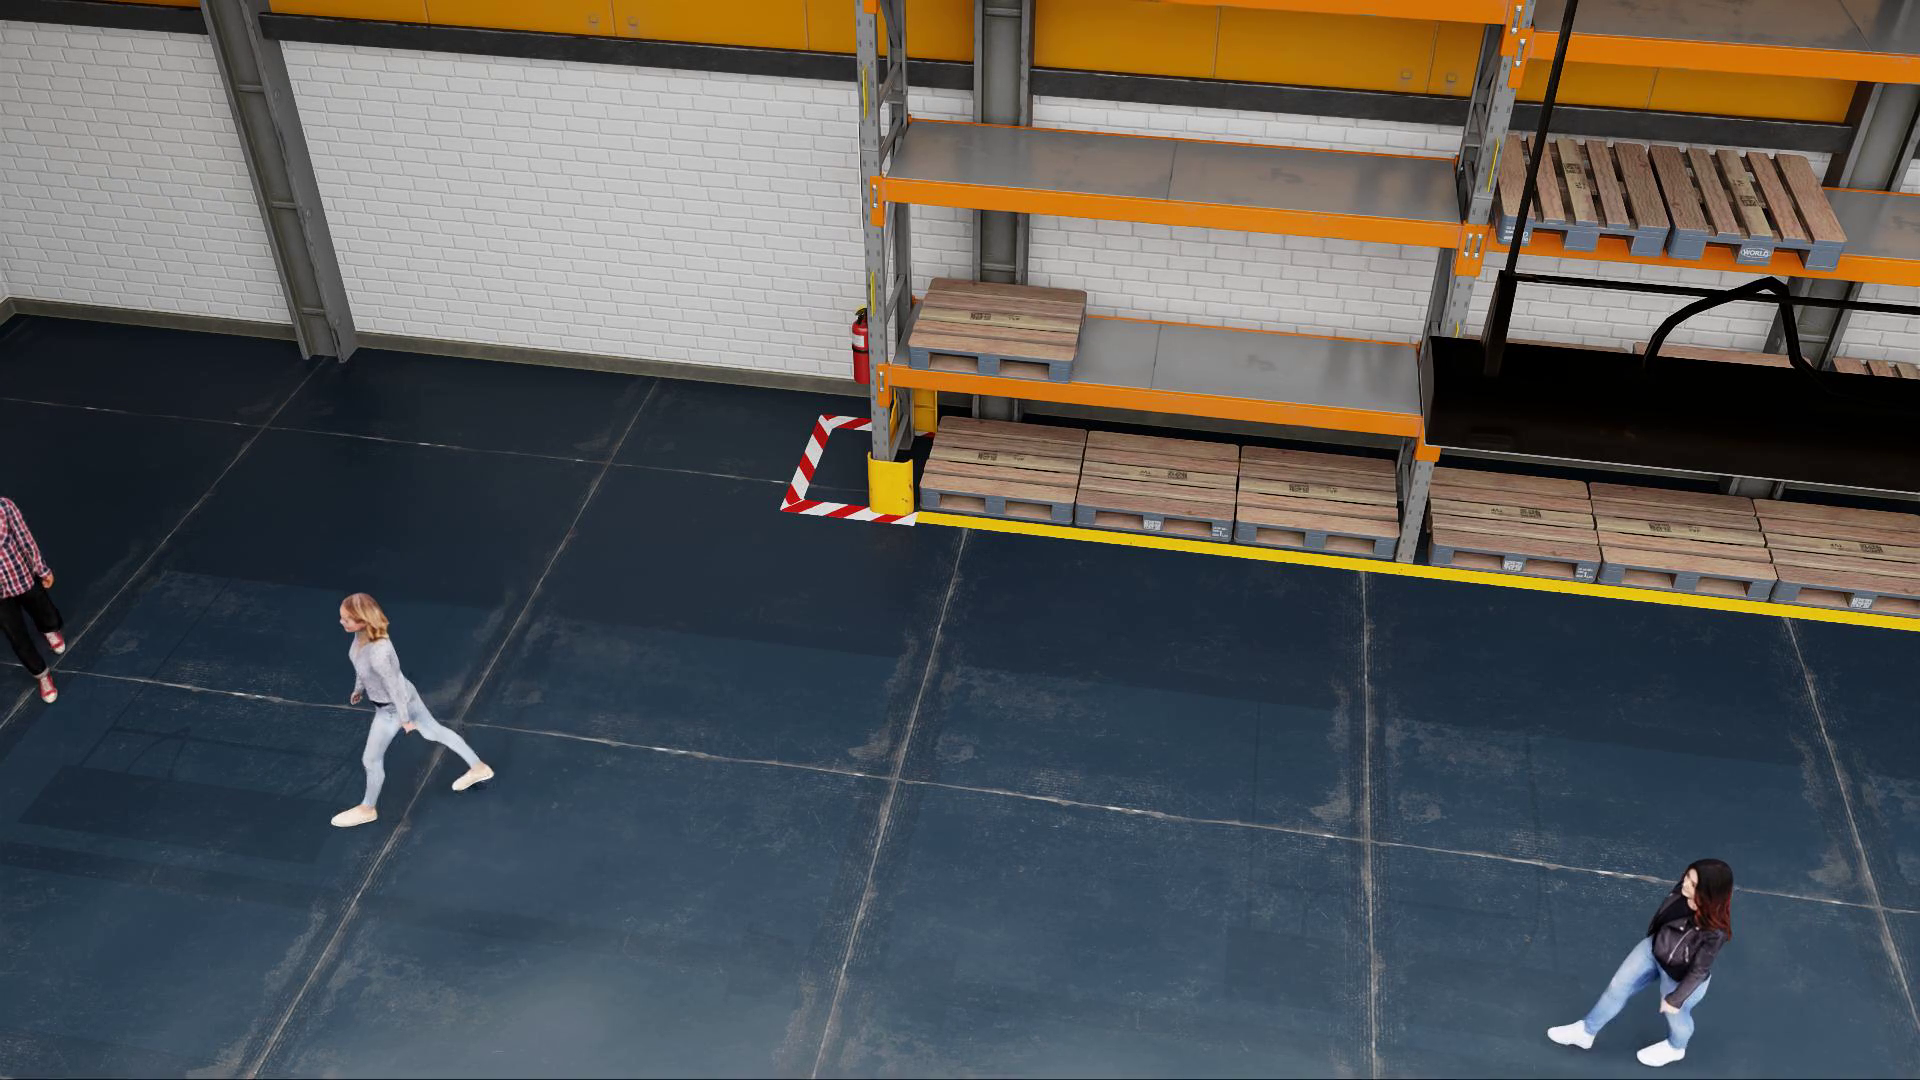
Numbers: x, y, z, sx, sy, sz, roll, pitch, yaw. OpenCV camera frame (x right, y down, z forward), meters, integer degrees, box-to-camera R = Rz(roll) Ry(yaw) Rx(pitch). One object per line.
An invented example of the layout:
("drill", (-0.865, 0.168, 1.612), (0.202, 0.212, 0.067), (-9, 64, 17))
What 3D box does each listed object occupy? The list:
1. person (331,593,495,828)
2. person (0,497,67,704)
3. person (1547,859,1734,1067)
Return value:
("person", (-3.329, 0.980, 10.060), (1.290, 1.738, 1.049), (-14, 41, -17))
("person", (-6.299, 0.234, 10.982), (0.982, 1.753, 1.043), (-24, 44, -27))
("person", (3.777, 2.210, 8.624), (1.042, 1.608, 0.819), (-2, 39, -3))
